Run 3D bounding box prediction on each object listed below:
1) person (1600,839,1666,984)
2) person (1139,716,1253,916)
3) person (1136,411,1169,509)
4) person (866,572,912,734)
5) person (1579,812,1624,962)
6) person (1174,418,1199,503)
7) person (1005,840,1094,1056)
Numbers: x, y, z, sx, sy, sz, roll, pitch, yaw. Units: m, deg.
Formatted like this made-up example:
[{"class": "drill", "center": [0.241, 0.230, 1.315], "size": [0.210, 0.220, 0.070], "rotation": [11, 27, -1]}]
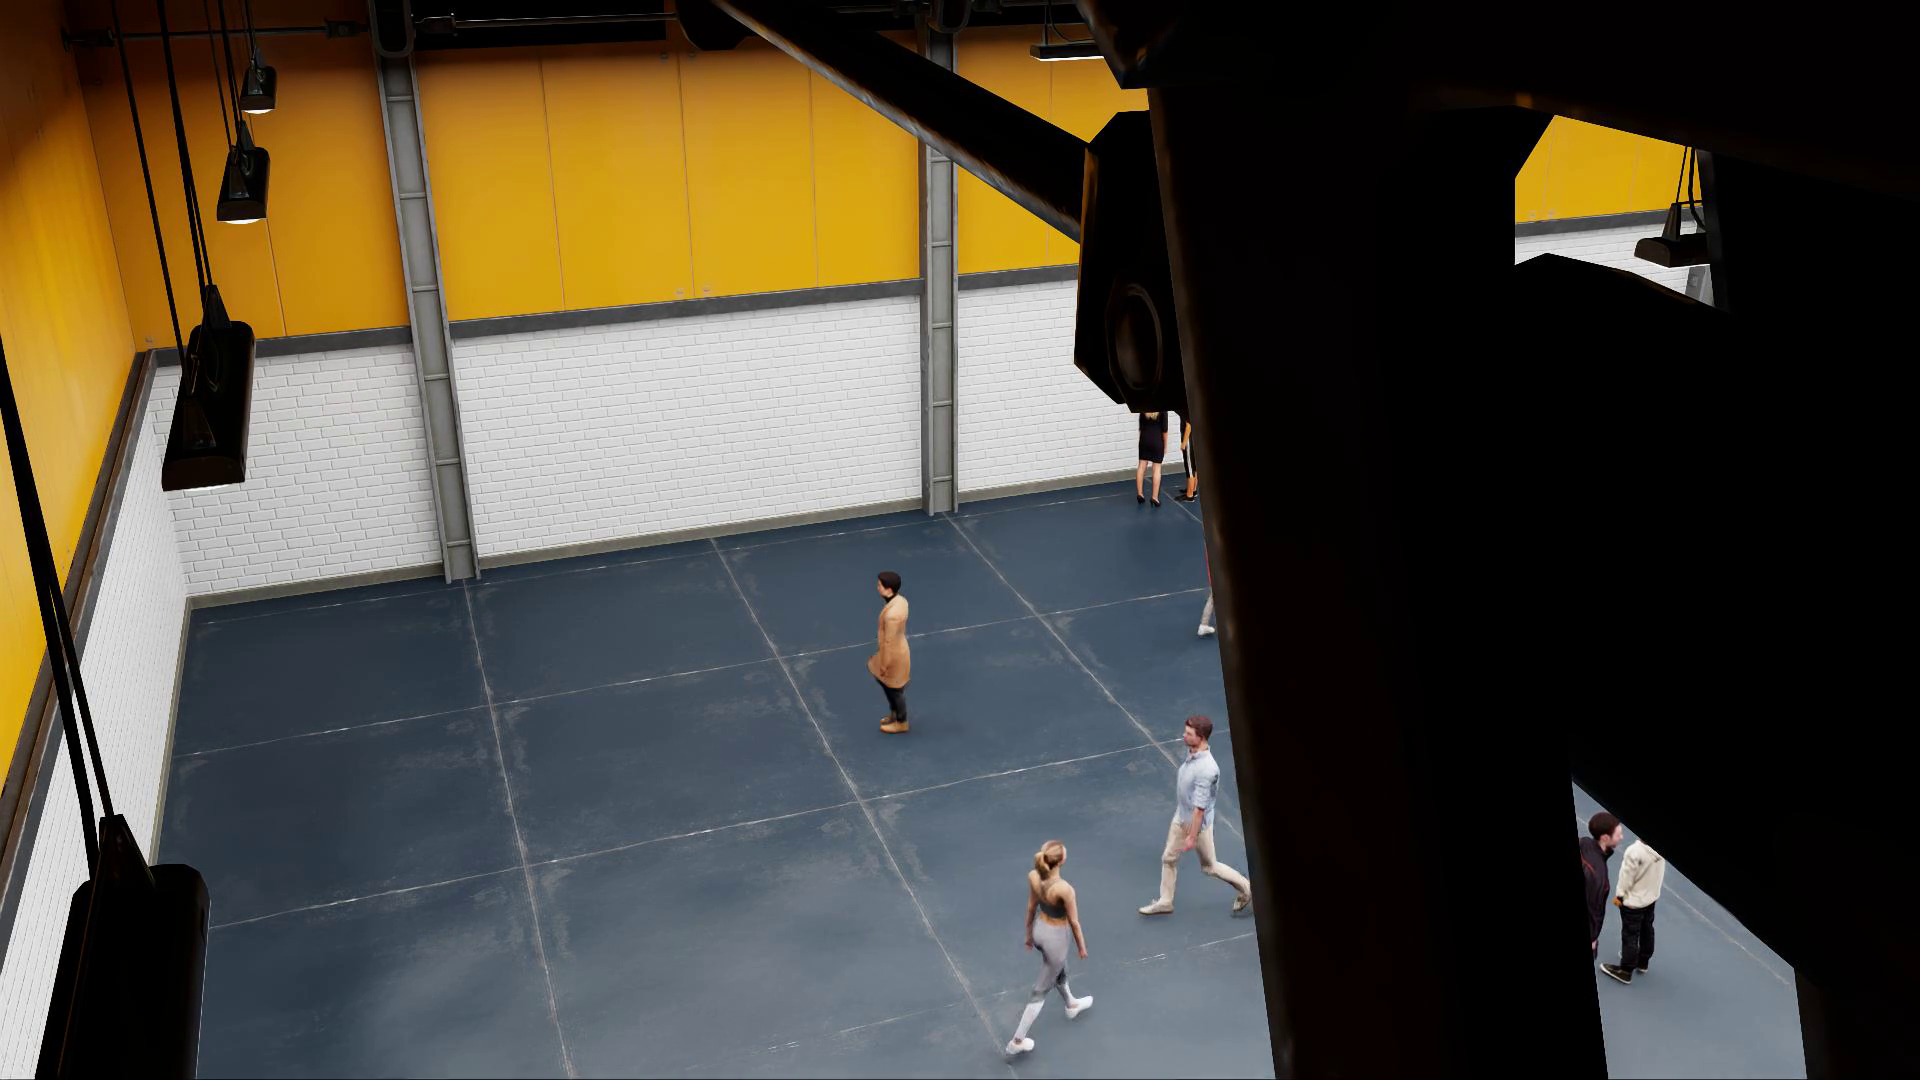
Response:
[{"class": "person", "center": [5.204, 2.701, 12.699], "size": [0.527, 1.449, 0.684], "rotation": [-16, 28, -32]}, {"class": "person", "center": [1.976, 2.251, 13.281], "size": [1.212, 1.808, 0.729], "rotation": [-5, 24, -12]}, {"class": "person", "center": [2.465, -1.231, 21.413], "size": [0.613, 1.675, 0.656], "rotation": [13, 27, 27]}, {"class": "person", "center": [-0.558, 1.091, 16.046], "size": [0.805, 1.719, 0.781], "rotation": [1, 24, 3]}, {"class": "person", "center": [4.463, 2.775, 11.956], "size": [0.735, 1.908, 0.763], "rotation": [2, 24, 5]}, {"class": "person", "center": [3.013, -1.321, 21.626], "size": [0.715, 1.669, 0.663], "rotation": [9, 25, 21]}, {"class": "person", "center": [0.597, 2.937, 11.895], "size": [1.213, 1.661, 0.878], "rotation": [-20, 31, -39]}]
